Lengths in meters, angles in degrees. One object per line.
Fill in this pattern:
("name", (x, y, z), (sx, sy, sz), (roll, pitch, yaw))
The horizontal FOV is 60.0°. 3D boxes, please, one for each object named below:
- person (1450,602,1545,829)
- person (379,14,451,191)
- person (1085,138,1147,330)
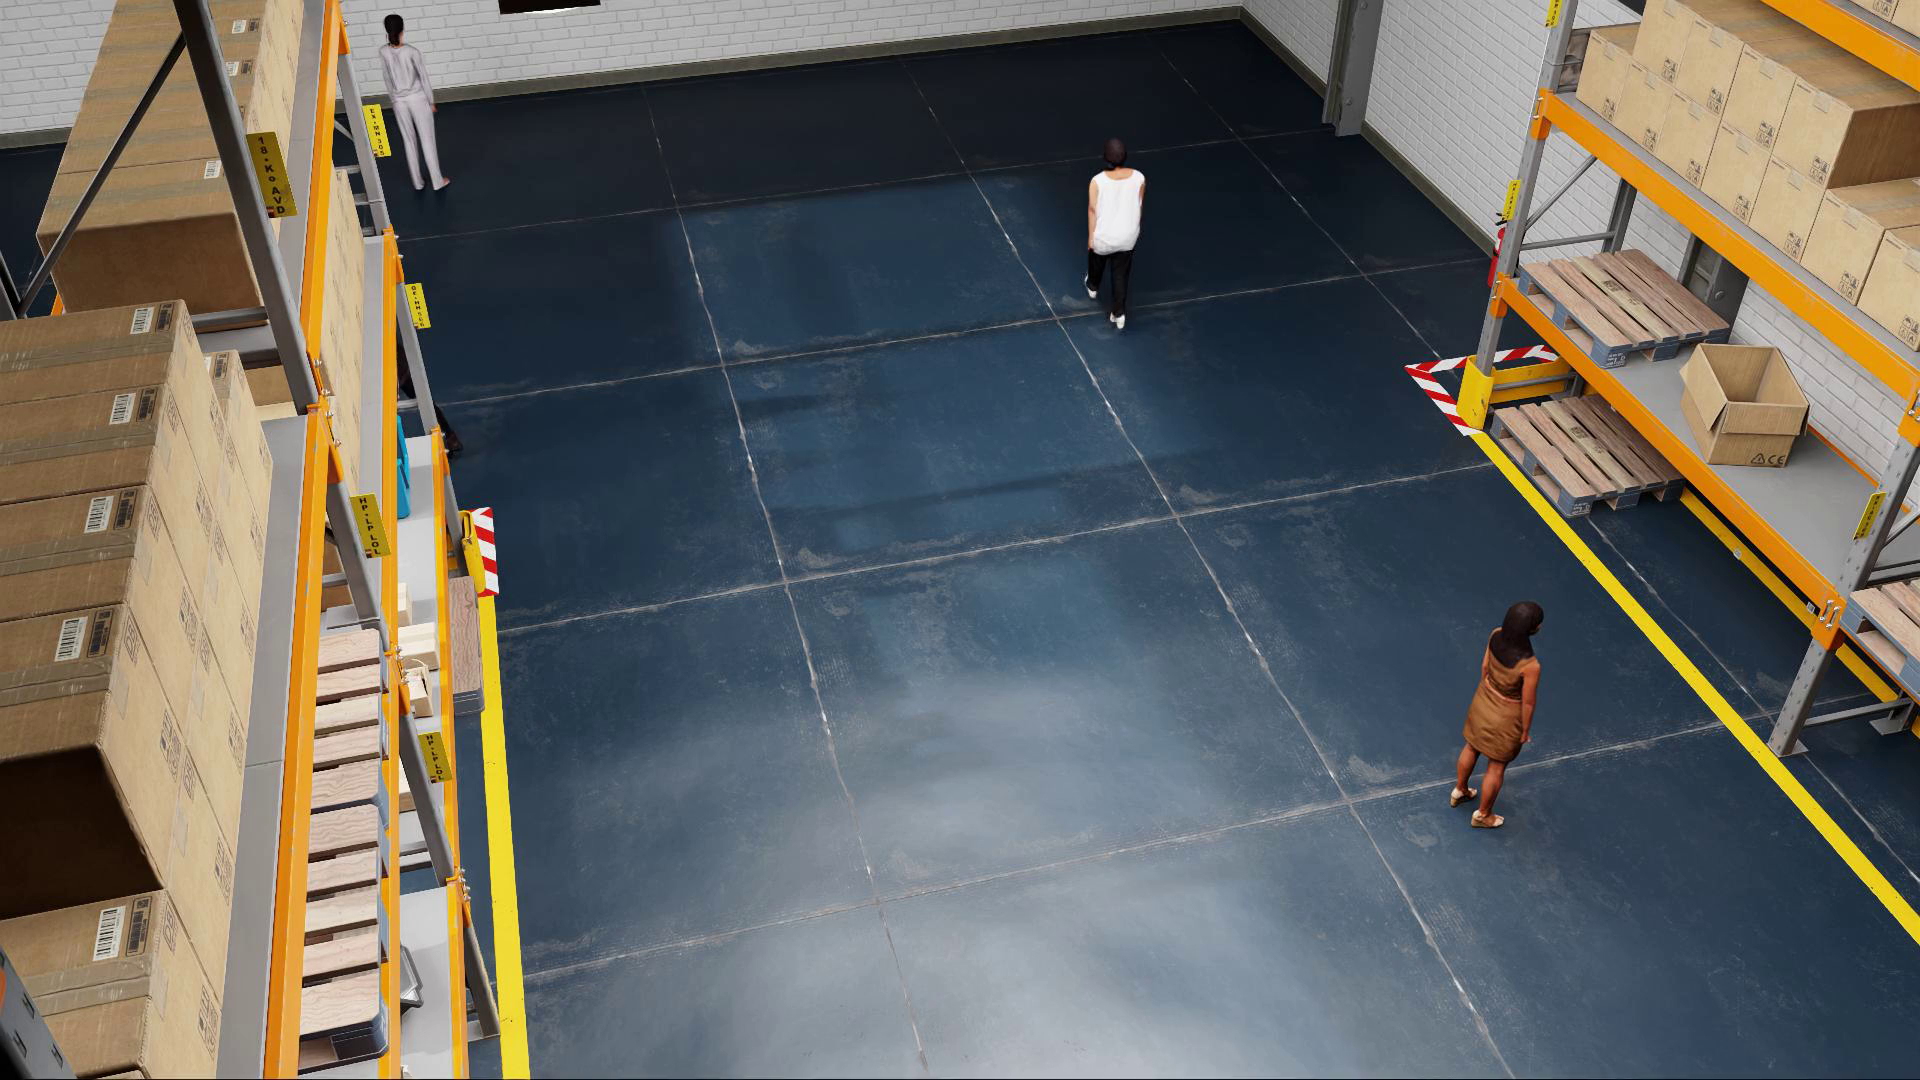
("person", (3.163, 1.020, 9.751), (0.652, 1.690, 0.495), (-16, 41, -19))
("person", (-5.392, -4.286, 16.328), (0.663, 1.774, 0.645), (4, 39, 5))
("person", (1.328, -2.621, 14.346), (0.731, 1.645, 1.114), (-6, 39, -7))
